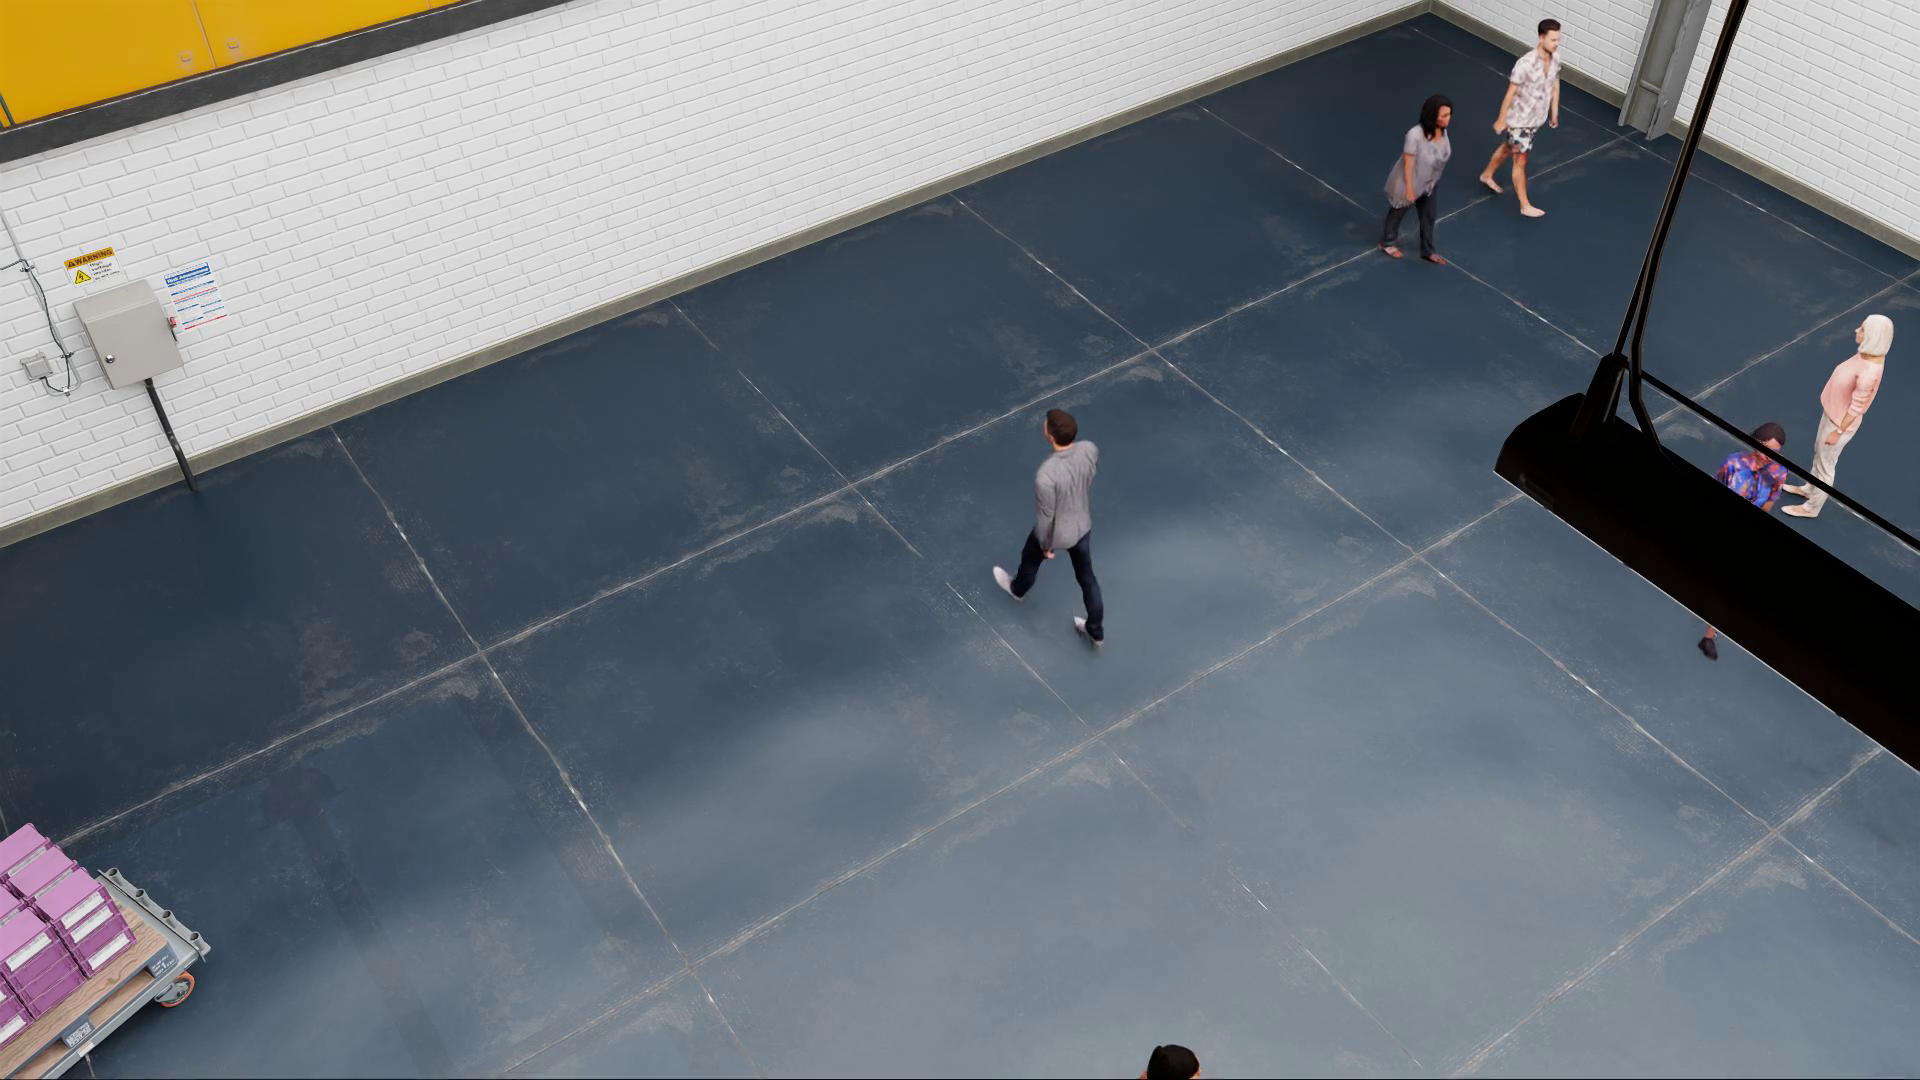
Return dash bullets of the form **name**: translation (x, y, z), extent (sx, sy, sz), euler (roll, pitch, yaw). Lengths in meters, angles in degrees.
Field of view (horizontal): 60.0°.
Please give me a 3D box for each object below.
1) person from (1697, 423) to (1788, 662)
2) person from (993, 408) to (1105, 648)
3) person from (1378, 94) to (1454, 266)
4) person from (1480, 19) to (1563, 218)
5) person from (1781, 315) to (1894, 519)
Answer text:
- **person**: translation (5.103, -0.137, 11.093), extent (1.136, 1.695, 1.091), euler (13, 45, 14)
- **person**: translation (0.737, -0.040, 10.898), extent (0.678, 1.823, 1.169), euler (-27, 50, -25)
- **person**: translation (3.874, -3.146, 14.333), extent (0.657, 1.583, 0.850), euler (-28, 50, -26)
- **person**: translation (5.014, -3.857, 14.942), extent (0.723, 1.772, 1.100), euler (-23, 48, -22)
- **person**: translation (6.281, -0.878, 11.850), extent (0.705, 1.724, 0.682), euler (14, 45, 14)
